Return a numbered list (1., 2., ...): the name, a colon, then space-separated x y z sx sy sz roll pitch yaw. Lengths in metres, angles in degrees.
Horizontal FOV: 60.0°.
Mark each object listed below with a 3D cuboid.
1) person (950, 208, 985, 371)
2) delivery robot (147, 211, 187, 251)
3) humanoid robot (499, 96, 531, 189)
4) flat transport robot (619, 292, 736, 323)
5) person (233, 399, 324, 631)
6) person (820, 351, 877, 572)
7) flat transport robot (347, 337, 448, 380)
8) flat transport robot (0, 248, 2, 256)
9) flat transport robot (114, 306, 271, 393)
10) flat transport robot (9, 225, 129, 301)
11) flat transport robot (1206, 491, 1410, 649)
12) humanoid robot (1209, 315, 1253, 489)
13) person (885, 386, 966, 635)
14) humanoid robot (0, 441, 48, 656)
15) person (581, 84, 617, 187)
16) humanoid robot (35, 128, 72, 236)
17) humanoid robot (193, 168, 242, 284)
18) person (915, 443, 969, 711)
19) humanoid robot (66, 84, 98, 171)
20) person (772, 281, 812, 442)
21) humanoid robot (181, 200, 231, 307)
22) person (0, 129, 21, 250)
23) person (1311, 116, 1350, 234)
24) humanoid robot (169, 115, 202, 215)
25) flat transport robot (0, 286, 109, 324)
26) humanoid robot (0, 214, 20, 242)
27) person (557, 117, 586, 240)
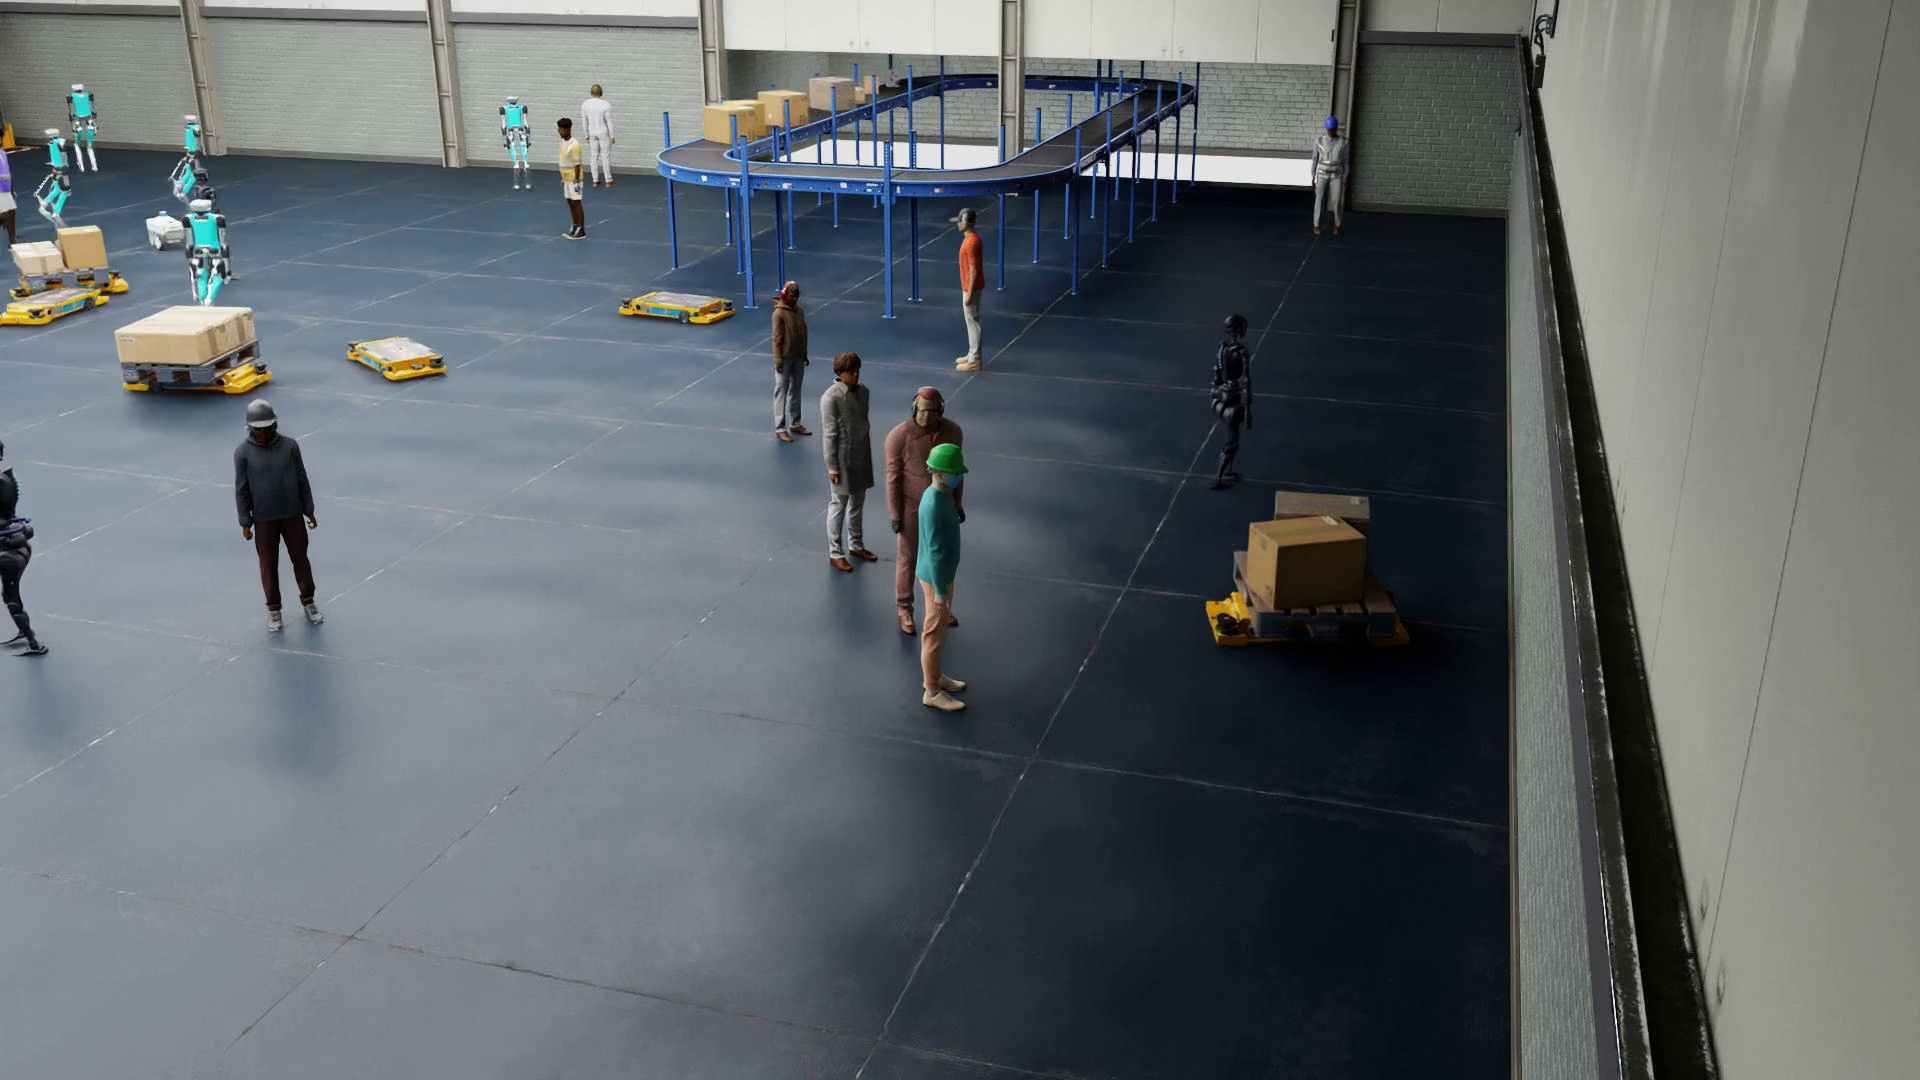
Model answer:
1. person: 0.089 -2.937 19.518 0.408 1.909 0.476 1 21 2
2. delivery robot: -12.701 -4.940 26.621 0.811 0.614 0.499 20 29 41
3. humanoid robot: -8.375 -7.524 31.543 0.530 1.708 0.729 -9 23 -21
4. flat transport robot: -3.780 -3.110 22.245 1.431 0.231 0.659 10 23 23
5. person: -5.161 -0.200 12.564 0.548 1.806 0.380 -12 24 -29
6. person: -0.909 -0.658 13.714 0.364 1.830 0.515 17 27 37
7. flat transport robot: -6.716 -2.172 19.810 0.659 0.231 1.431 -17 27 -37
8. flat transport robot: -14.913 -3.986 24.517 0.659 0.231 1.431 -3 21 -8
9. flat transport robot: -8.728 -1.864 19.011 1.431 0.231 0.659 2 21 5
10. flat transport robot: -12.598 -3.591 23.492 1.431 0.231 0.659 -14 25 -32
11. flat transport robot: 2.629 0.588 12.651 1.431 0.231 0.659 0 21 0
12. humanoid robot: 2.575 -1.303 15.601 0.522 1.644 0.612 -9 23 -22
13. person: -0.237 -0.232 12.513 0.640 1.904 0.404 -10 23 -25
14. humanoid robot: -6.961 0.064 12.058 0.408 1.651 0.609 -5 22 -14
15. person: -6.955 -7.804 32.101 0.634 1.936 0.356 5 22 14
16. humanoid robot: -14.810 -5.770 27.096 0.714 1.796 0.538 -20 29 -41
17. humanoid robot: -10.785 -4.536 23.991 0.600 1.654 0.482 15 26 33
18. person: -0.121 0.239 11.336 0.361 1.867 0.513 1 21 3
19. humanoid robot: -17.952 -8.396 33.970 0.777 1.811 0.538 18 27 39
20. person: -1.748 -1.845 17.041 0.328 1.647 0.459 15 26 35
21. humanoid robot: -9.424 -3.288 20.685 0.546 1.769 0.952 -2 21 -5
22. person: -15.132 -5.498 26.128 0.570 1.941 0.611 -1 21 -2
23. person: 6.111 -6.018 27.486 0.627 1.927 0.410 5 22 14
24. humanoid robot: -13.431 -6.419 28.829 0.742 1.807 0.553 -16 26 -36
25. flat transport robot: -12.194 -3.152 22.352 0.659 0.231 1.431 3 21 9
26. humanoid robot: -15.565 -5.561 26.694 0.603 1.655 0.646 5 22 14
27. person: -6.348 -5.906 27.154 0.377 1.958 0.602 -14 25 -32
